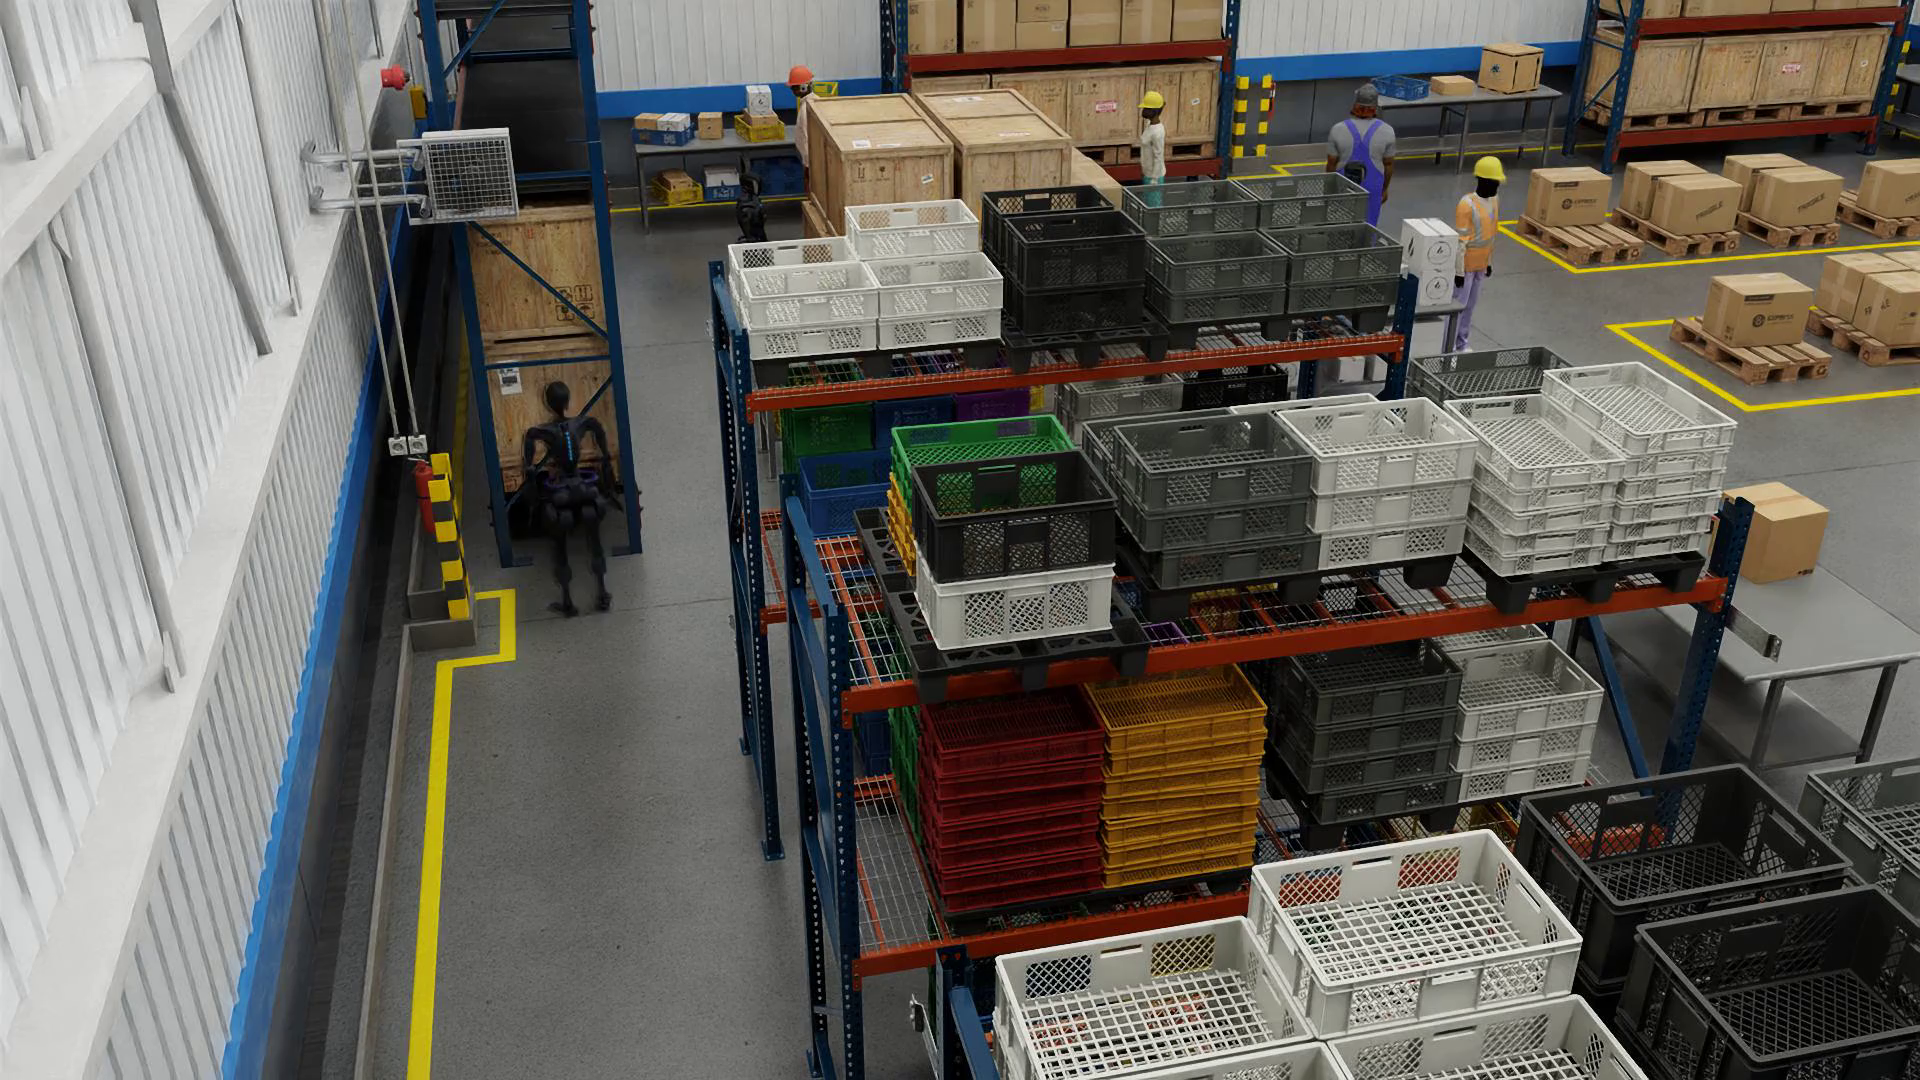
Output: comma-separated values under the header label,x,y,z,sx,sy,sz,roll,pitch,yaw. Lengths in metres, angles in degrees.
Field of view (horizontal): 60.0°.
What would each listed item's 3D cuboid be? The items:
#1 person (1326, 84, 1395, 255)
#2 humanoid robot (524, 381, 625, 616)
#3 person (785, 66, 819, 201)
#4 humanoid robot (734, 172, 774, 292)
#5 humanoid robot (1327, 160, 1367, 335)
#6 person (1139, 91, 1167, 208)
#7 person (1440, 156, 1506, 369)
label,x,y,z,sx,sy,sz,roll,pitch,yaw
person,4.087,-3.665,17.101,0.672,2.000,0.536,6,28,12
humanoid robot,-2.567,-0.276,11.073,0.650,1.642,0.342,-11,30,-21
person,-1.649,-4.167,18.130,0.430,1.977,0.599,1,28,2
humanoid robot,-1.931,-2.616,15.498,0.336,1.650,0.568,3,28,5
humanoid robot,3.635,-2.782,15.813,0.333,1.651,0.574,-2,28,-3
person,2.051,-3.935,17.904,0.321,1.769,0.523,-2,28,-3
person,4.639,-2.513,15.033,0.355,1.930,0.586,24,36,38
